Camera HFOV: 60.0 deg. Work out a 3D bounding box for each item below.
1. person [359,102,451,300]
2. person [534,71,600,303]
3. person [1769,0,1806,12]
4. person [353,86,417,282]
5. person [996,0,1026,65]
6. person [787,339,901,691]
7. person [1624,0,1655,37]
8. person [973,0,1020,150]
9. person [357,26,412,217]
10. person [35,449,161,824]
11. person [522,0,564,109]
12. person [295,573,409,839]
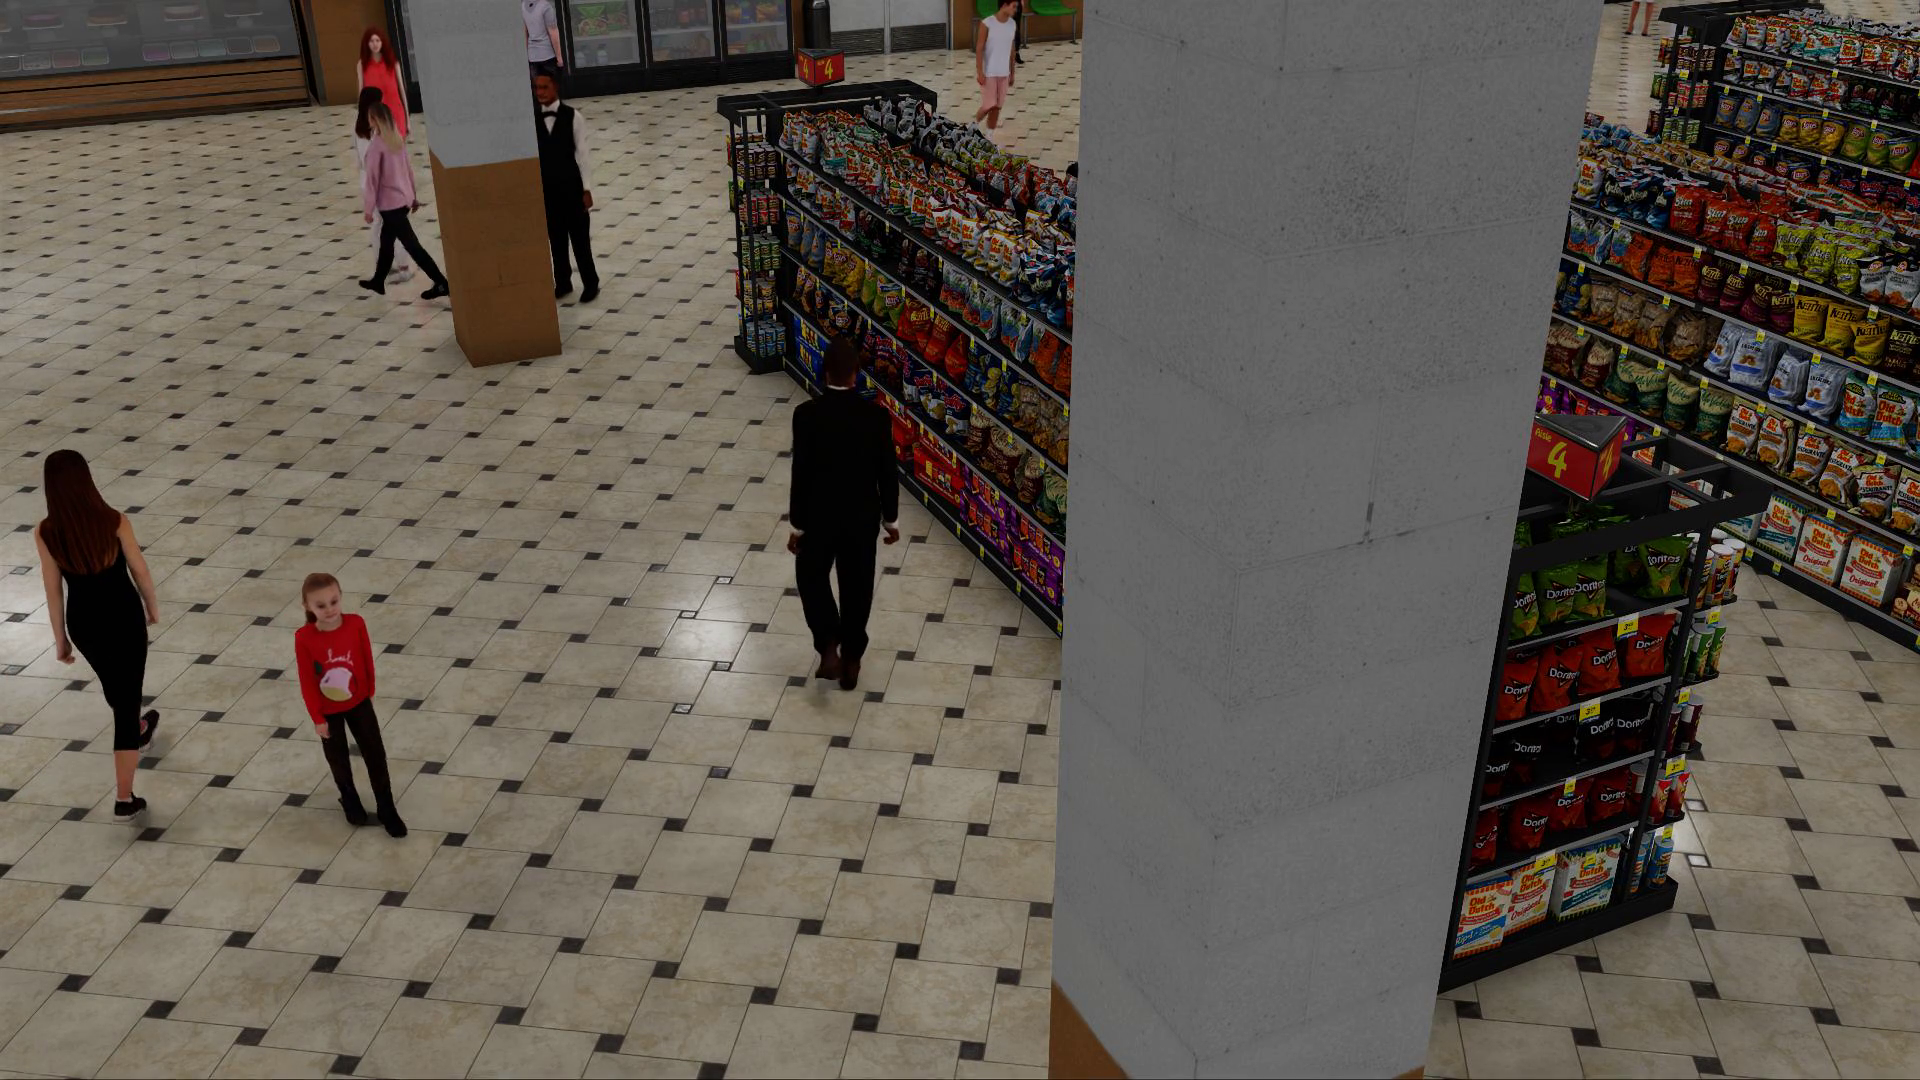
[{"bbox_3d":[-4.650,-2.778,13.907,1.150,1.638,1.167,6,28,12],"label":"person"},{"bbox_3d":[-3.351,-2.989,14.019,0.819,1.912,0.835,4,27,8],"label":"person"},{"bbox_3d":[12.920,-8.846,25.604,1.004,1.879,1.349,-2,27,-5],"label":"person"},{"bbox_3d":[-5.022,-3.073,14.439,0.712,1.682,0.788,11,29,20],"label":"person"},{"bbox_3d":[0.688,-7.526,23.147,0.670,1.748,0.769,16,31,28],"label":"person"},{"bbox_3d":[-0.588,-0.060,8.265,0.835,1.892,0.851,-4,27,-8],"label":"person"},{"bbox_3d":[10.402,-8.526,25.118,0.614,1.749,0.706,16,31,28],"label":"person"},{"bbox_3d":[0.350,-5.244,18.649,0.779,1.747,0.846,-12,29,-23],"label":"person"},{"bbox_3d":[-5.635,-4.122,16.367,0.719,1.808,1.024,-7,28,-13],"label":"person"},{"bbox_3d":[-3.845,0.461,7.469,0.798,1.683,1.230,-4,27,-9],"label":"person"},{"bbox_3d":[-4.820,-5.607,19.263,0.728,1.838,0.819,14,30,25],"label":"person"},{"bbox_3d":[-2.792,0.710,7.439,0.562,1.266,0.717,-18,32,-31],"label":"person"}]
